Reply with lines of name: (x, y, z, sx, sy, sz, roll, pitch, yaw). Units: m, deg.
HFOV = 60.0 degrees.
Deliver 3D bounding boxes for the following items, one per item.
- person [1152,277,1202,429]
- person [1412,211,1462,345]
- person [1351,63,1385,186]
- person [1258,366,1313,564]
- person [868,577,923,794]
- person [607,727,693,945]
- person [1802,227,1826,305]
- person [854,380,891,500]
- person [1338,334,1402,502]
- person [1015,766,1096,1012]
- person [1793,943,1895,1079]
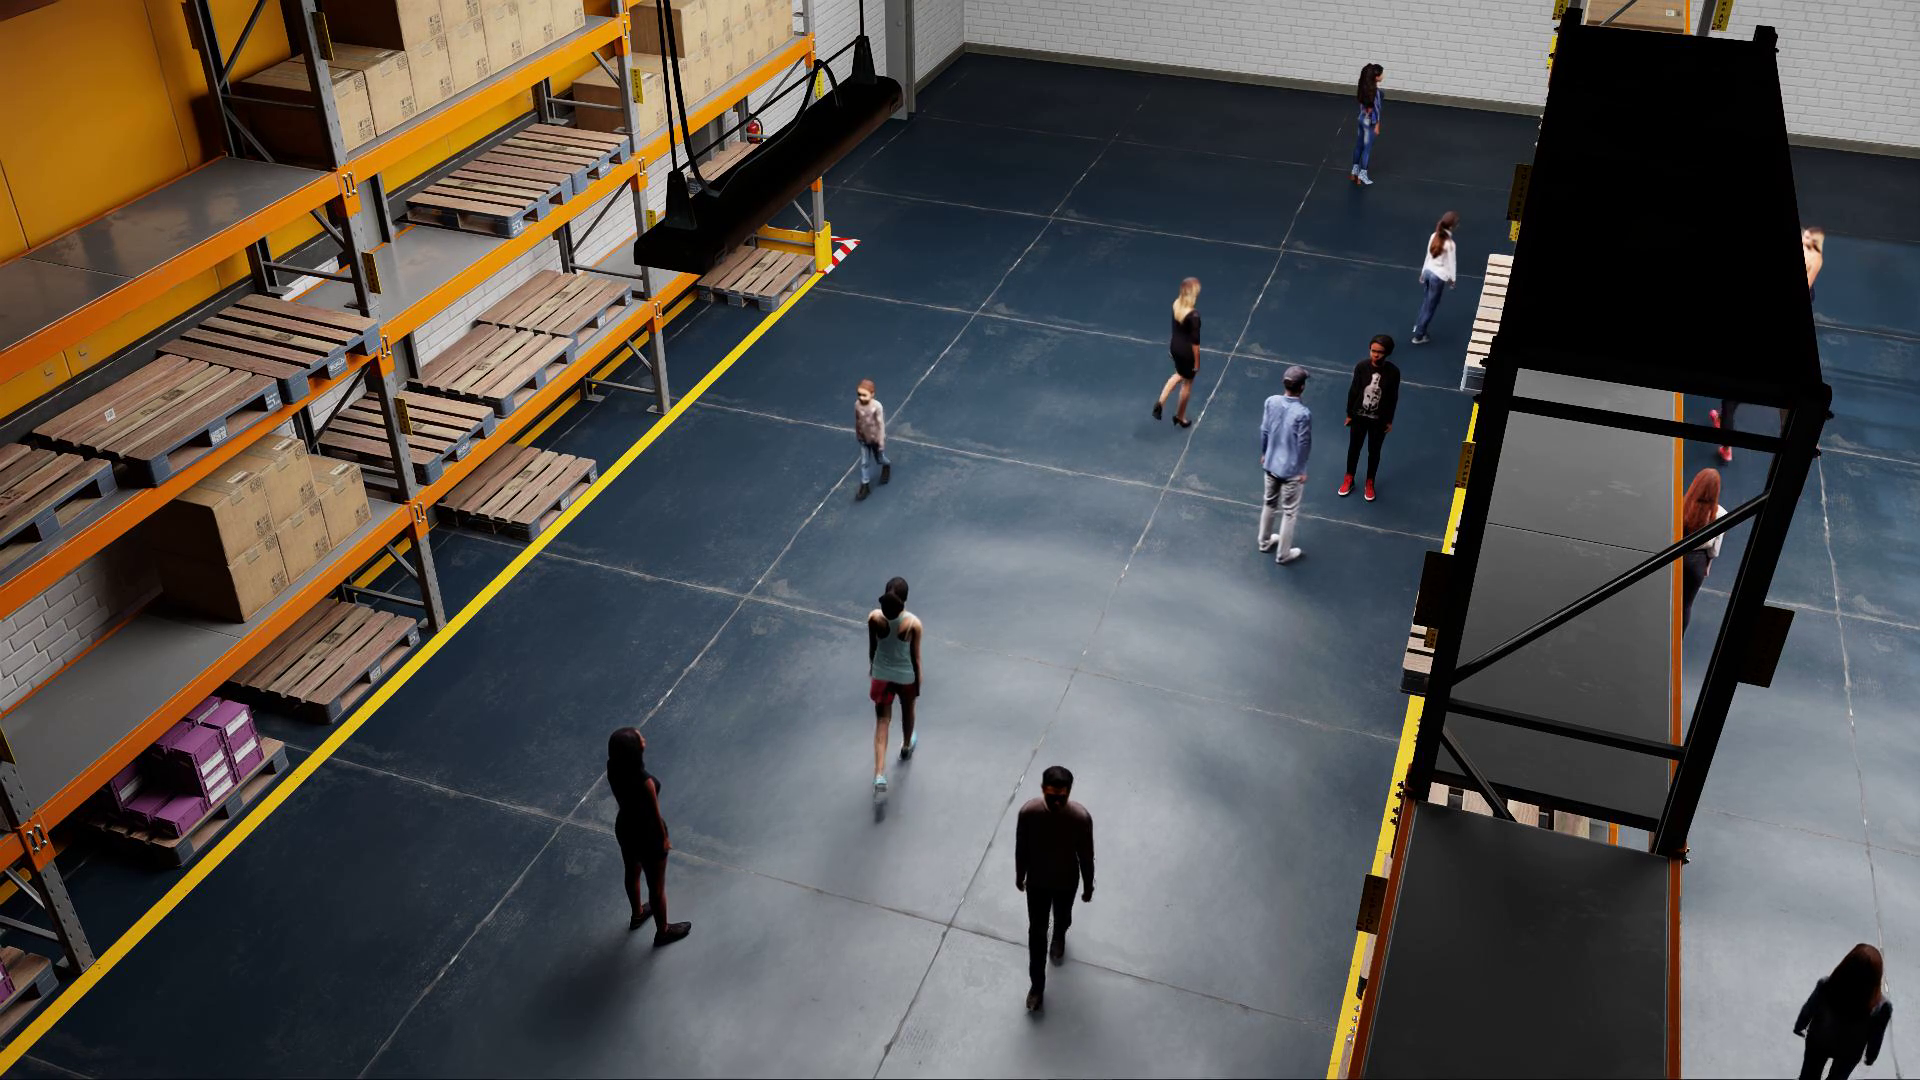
person: (2.154, -1.827, 16.526, 0.816, 1.663, 0.755, -15, 36, -21)
person: (5.133, -2.837, 18.158, 0.740, 1.540, 0.683, -20, 38, -27)
person: (5.444, -5.557, 22.182, 0.755, 1.615, 0.667, -9, 35, -13)
person: (2.845, -0.664, 14.576, 0.755, 1.886, 0.744, -25, 41, -33)
person: (-0.497, 1.064, 12.110, 0.722, 1.738, 1.149, 5, 34, 8)
person: (-2.078, 1.909, 10.835, 0.657, 1.741, 0.636, 25, 41, 33)
person: (8.914, -2.568, 17.677, 0.686, 1.624, 0.561, 0, 34, 0)
person: (-0.816, -0.995, 15.709, 0.495, 1.182, 0.795, 13, 36, 19)
person: (3.831, -1.162, 15.516, 0.594, 1.675, 0.510, 12, 35, 17)
person: (0.613, 2.097, 10.547, 0.770, 1.748, 1.012, 7, 34, 10)
person: (5.022, 2.928, 9.547, 0.632, 1.470, 0.630, 18, 38, 25)
